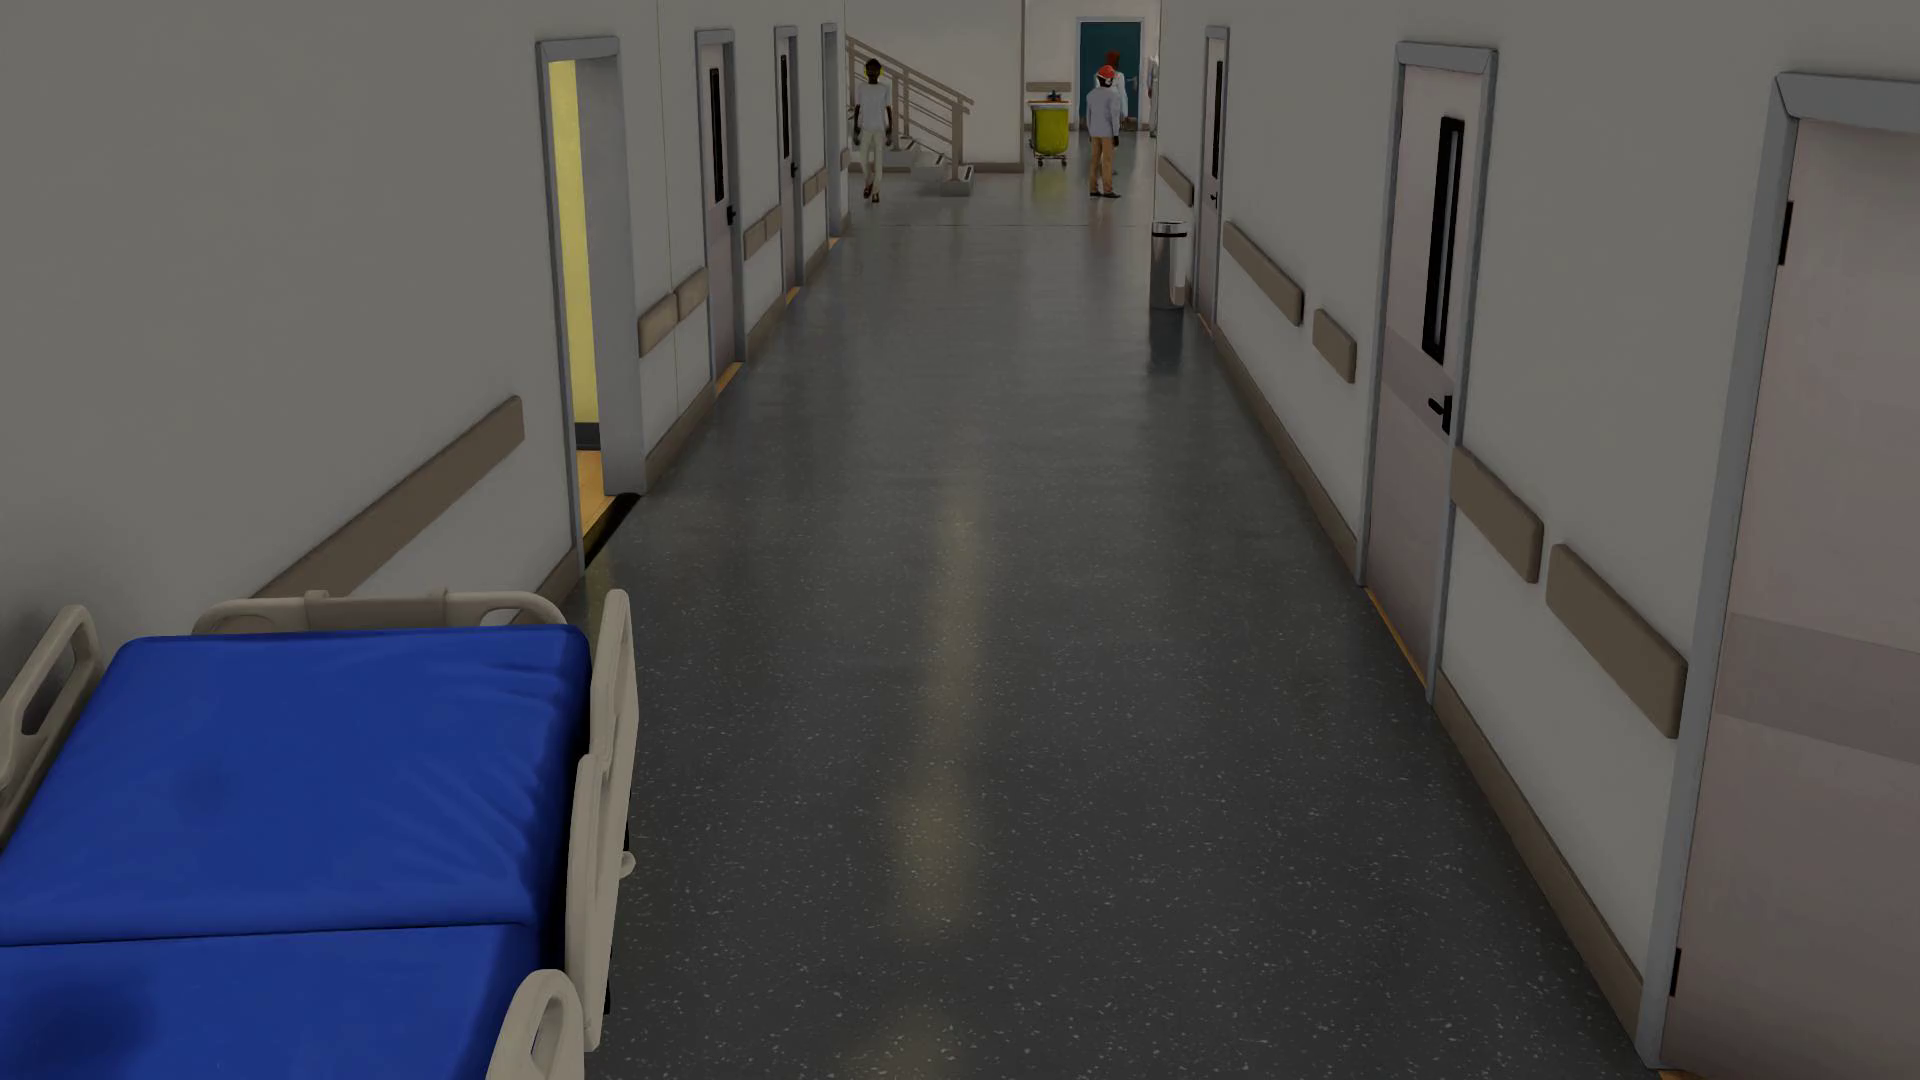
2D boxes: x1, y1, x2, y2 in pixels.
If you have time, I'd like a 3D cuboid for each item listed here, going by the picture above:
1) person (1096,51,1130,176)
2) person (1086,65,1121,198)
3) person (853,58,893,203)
[{"bbox_3d":[2.323,-6.520,25.471,0.457,1.871,0.595,-11,21,-31],"label":"person"},{"bbox_3d":[1.952,-5.506,22.464,0.326,1.751,0.559,-15,23,-39],"label":"person"},{"bbox_3d":[-1.148,-5.391,21.927,0.544,1.860,0.412,0,18,0],"label":"person"}]
